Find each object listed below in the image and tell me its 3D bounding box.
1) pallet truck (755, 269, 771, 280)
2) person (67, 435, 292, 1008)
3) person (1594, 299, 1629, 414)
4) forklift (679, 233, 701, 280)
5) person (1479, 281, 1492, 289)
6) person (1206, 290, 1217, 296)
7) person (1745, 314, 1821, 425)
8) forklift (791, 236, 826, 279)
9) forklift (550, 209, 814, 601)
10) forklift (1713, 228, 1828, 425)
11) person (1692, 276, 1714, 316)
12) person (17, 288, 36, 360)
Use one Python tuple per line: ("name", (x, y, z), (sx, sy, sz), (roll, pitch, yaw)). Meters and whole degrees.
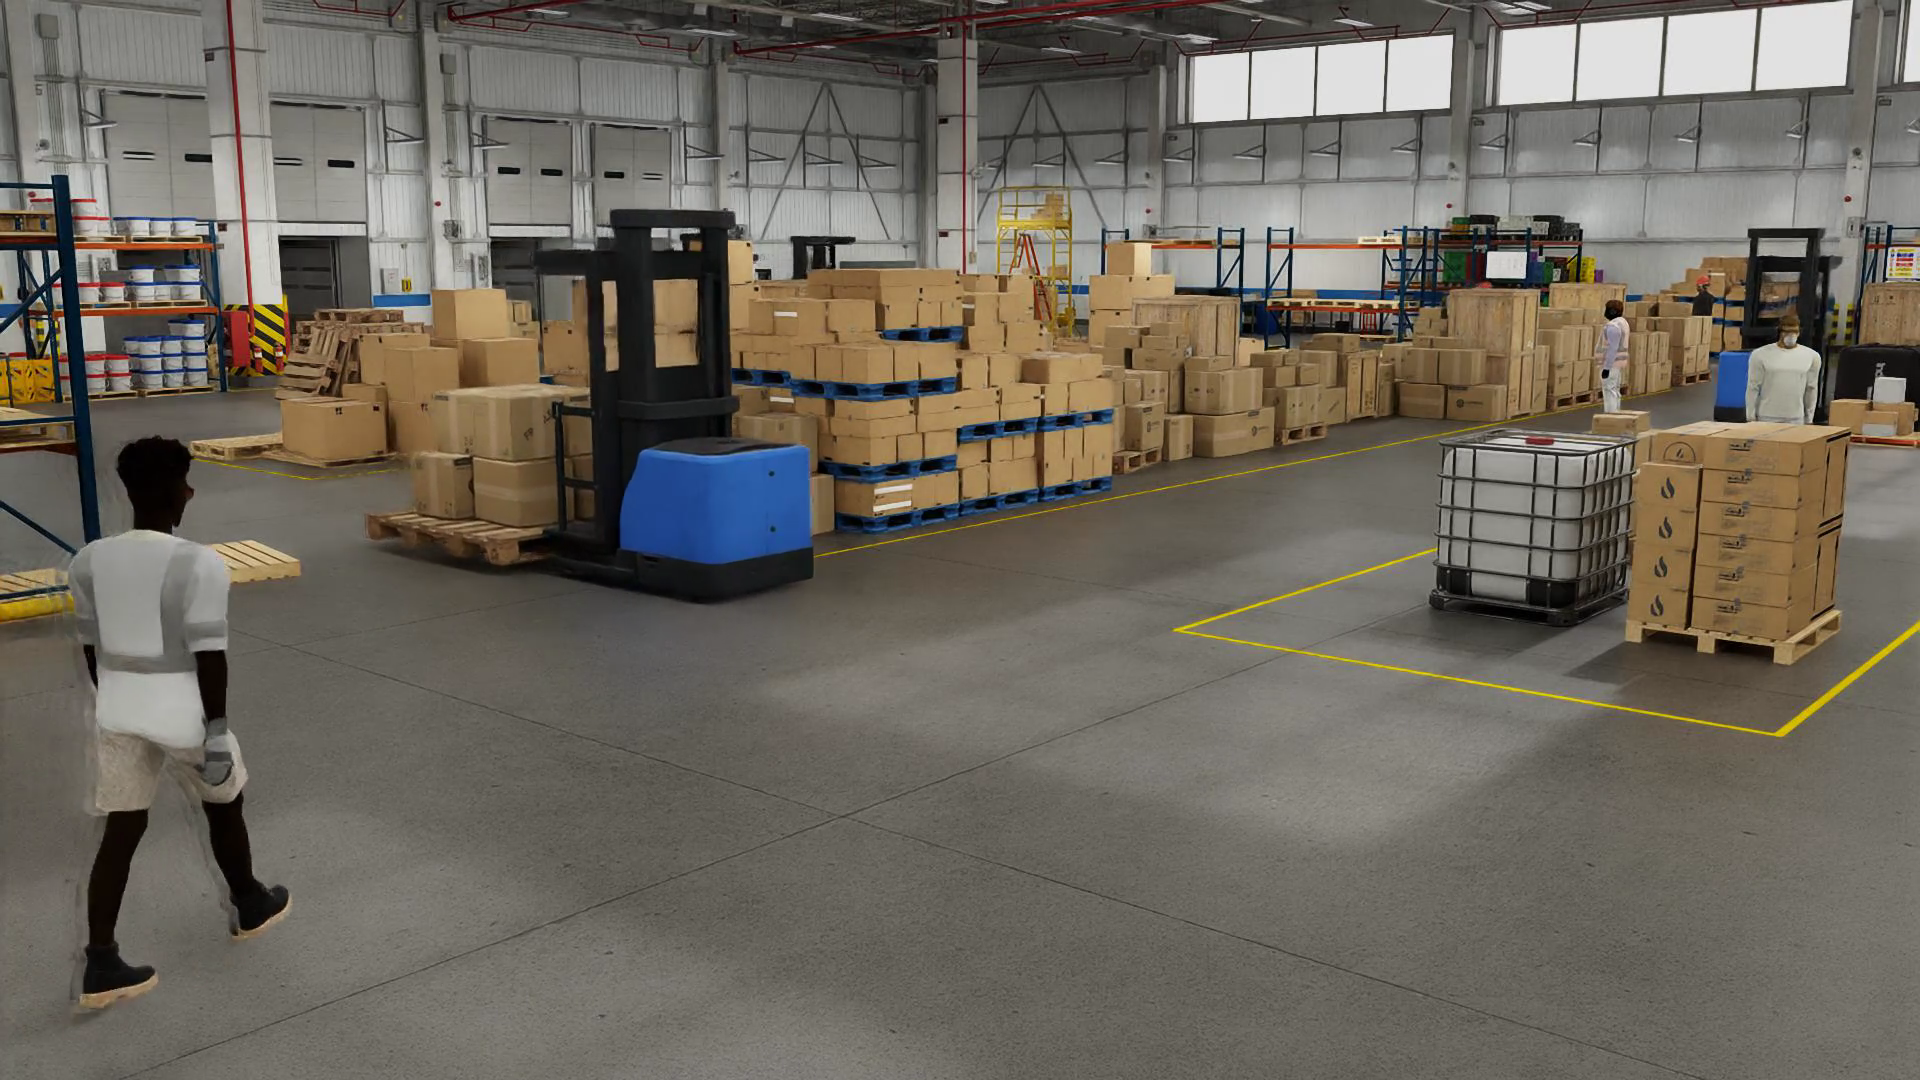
("pallet truck", (-4.996, -6.432, 45.525), (1.885, 1.965, 0.823), (-6, 12, -32))
("person", (-2.776, 0.590, 5.792), (0.620, 1.916, 0.997), (2, 10, 11))
("person", (8.997, -2.400, 23.013), (0.429, 1.842, 0.634), (6, 12, 32))
("forklift", (-5.031, -4.620, 32.696), (1.873, 2.768, 1.129), (8, 13, 40))
("person", (10.393, -4.287, 33.653), (0.882, 1.895, 0.551), (4, 11, 23))
("person", (5.464, -4.602, 36.102), (0.894, 1.651, 0.546), (5, 11, 25))
("person", (7.672, -1.138, 15.551), (0.632, 1.940, 0.372), (2, 10, 12))
("forklift", (-3.600, -5.846, 39.678), (1.873, 2.768, 1.129), (7, 12, 35))
("forklift", (-2.110, -1.078, 12.531), (1.873, 2.768, 1.129), (8, 13, 40))
("forklift", (11.652, -3.042, 23.713), (1.129, 2.768, 1.873), (8, 13, 40))
("person", (14.803, -4.276, 33.257), (0.622, 1.994, 0.381), (-8, 13, -40))
("person", (-20.239, -4.618, 36.053), (0.317, 1.695, 0.540), (-6, 12, -30))
